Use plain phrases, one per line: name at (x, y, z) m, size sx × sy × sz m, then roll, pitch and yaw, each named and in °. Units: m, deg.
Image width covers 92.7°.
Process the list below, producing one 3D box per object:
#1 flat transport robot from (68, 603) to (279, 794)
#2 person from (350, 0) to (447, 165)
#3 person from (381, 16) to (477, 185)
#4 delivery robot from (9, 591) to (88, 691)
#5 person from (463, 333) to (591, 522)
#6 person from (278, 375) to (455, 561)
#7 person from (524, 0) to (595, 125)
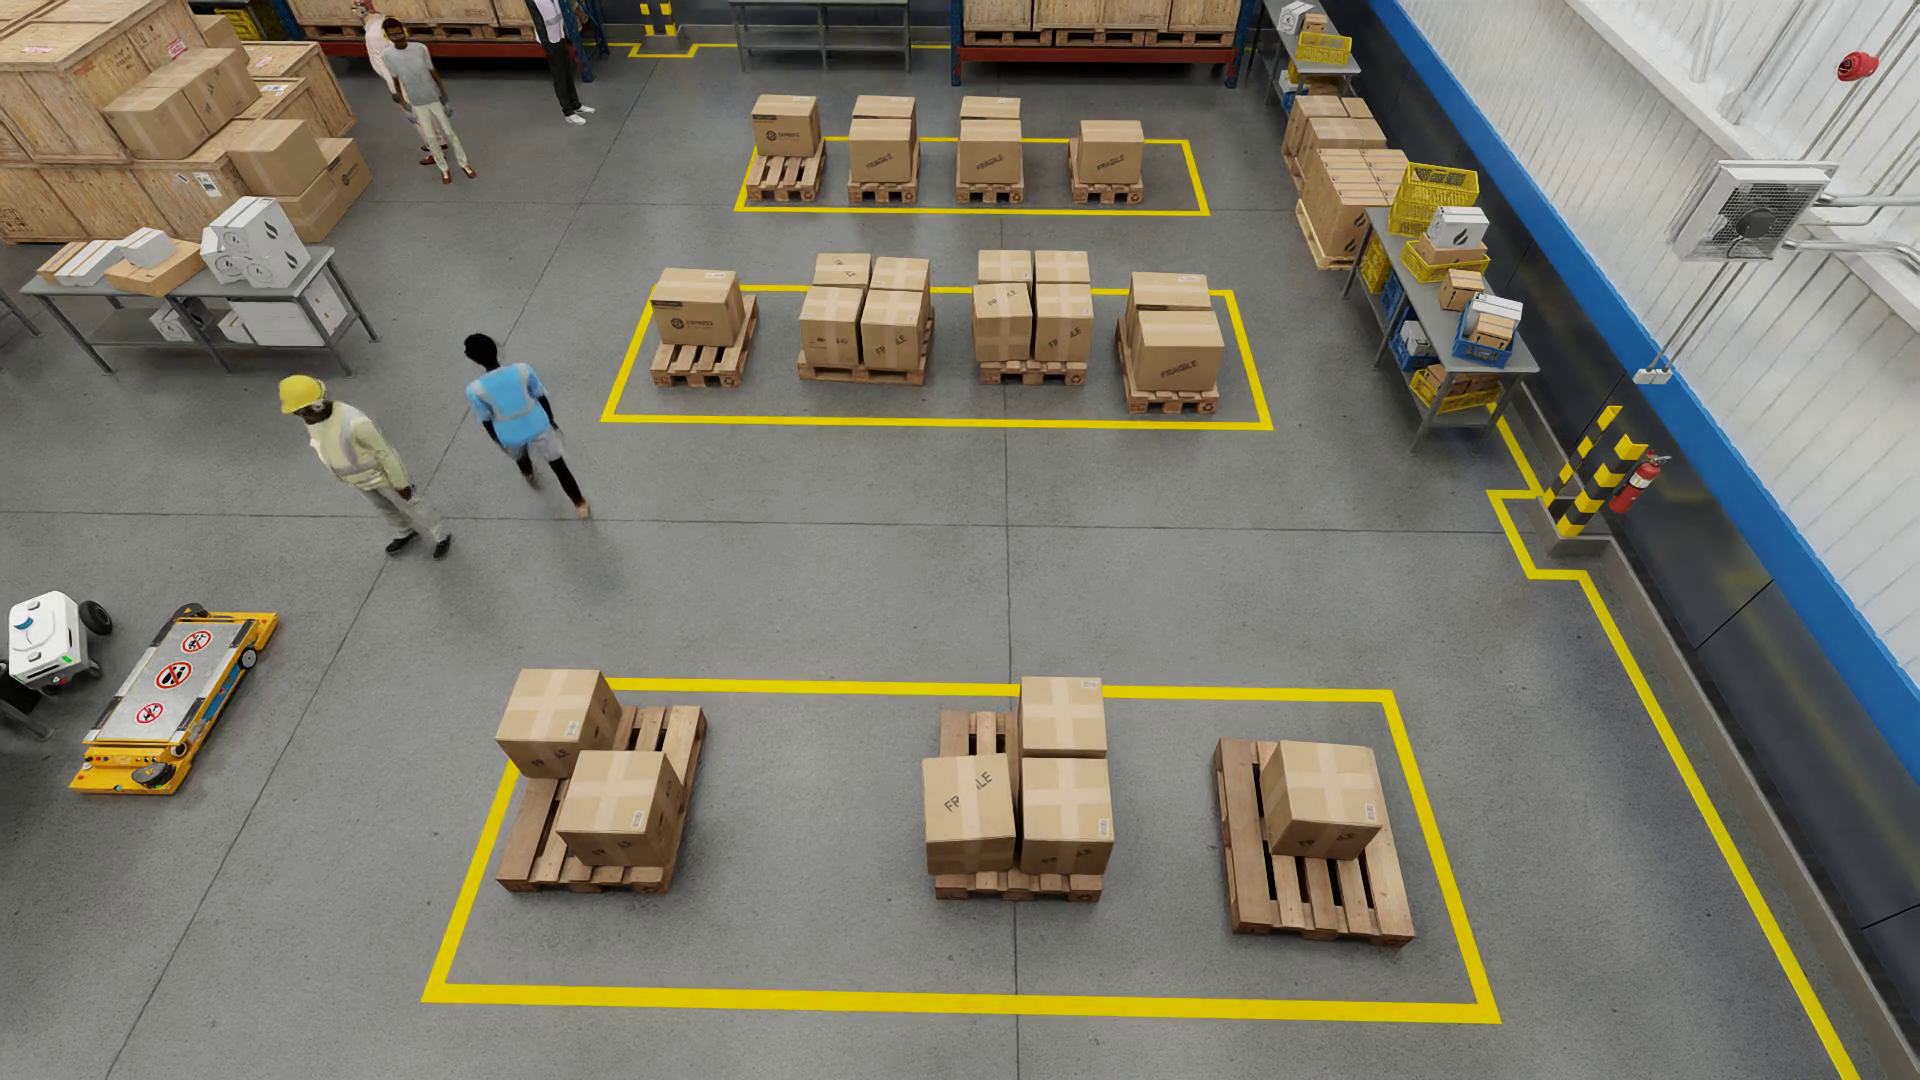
flat transport robot at (-5.504, 1.072, 6.442) m, size 0.652 × 0.197 × 1.431 m, roll 1°, pitch 50°, yaw 1°
person at (-6.718, -5.502, 10.953) m, size 0.396 × 1.899 × 0.635 m, roll -12°, pitch 51°, yaw -10°
person at (-6.184, -5.055, 10.593) m, size 0.509 × 1.864 × 0.332 m, roll -22°, pitch 53°, yaw -18°
delivery robot at (-6.496, 0.706, 6.508) m, size 0.477 × 0.478 × 0.707 m, roll -27°, pitch 55°, yaw -21°
person at (-3.452, -0.896, 7.234) m, size 0.544 × 1.597 × 1.005 m, roll -32°, pitch 57°, yaw -24°
person at (-4.359, -0.513, 6.790) m, size 0.641 × 1.812 × 0.470 m, roll 17°, pitch 52°, yaw 14°
person at (-5.147, -6.334, 11.636) m, size 0.393 × 1.920 × 0.587 m, roll 6°, pitch 50°, yaw 5°
